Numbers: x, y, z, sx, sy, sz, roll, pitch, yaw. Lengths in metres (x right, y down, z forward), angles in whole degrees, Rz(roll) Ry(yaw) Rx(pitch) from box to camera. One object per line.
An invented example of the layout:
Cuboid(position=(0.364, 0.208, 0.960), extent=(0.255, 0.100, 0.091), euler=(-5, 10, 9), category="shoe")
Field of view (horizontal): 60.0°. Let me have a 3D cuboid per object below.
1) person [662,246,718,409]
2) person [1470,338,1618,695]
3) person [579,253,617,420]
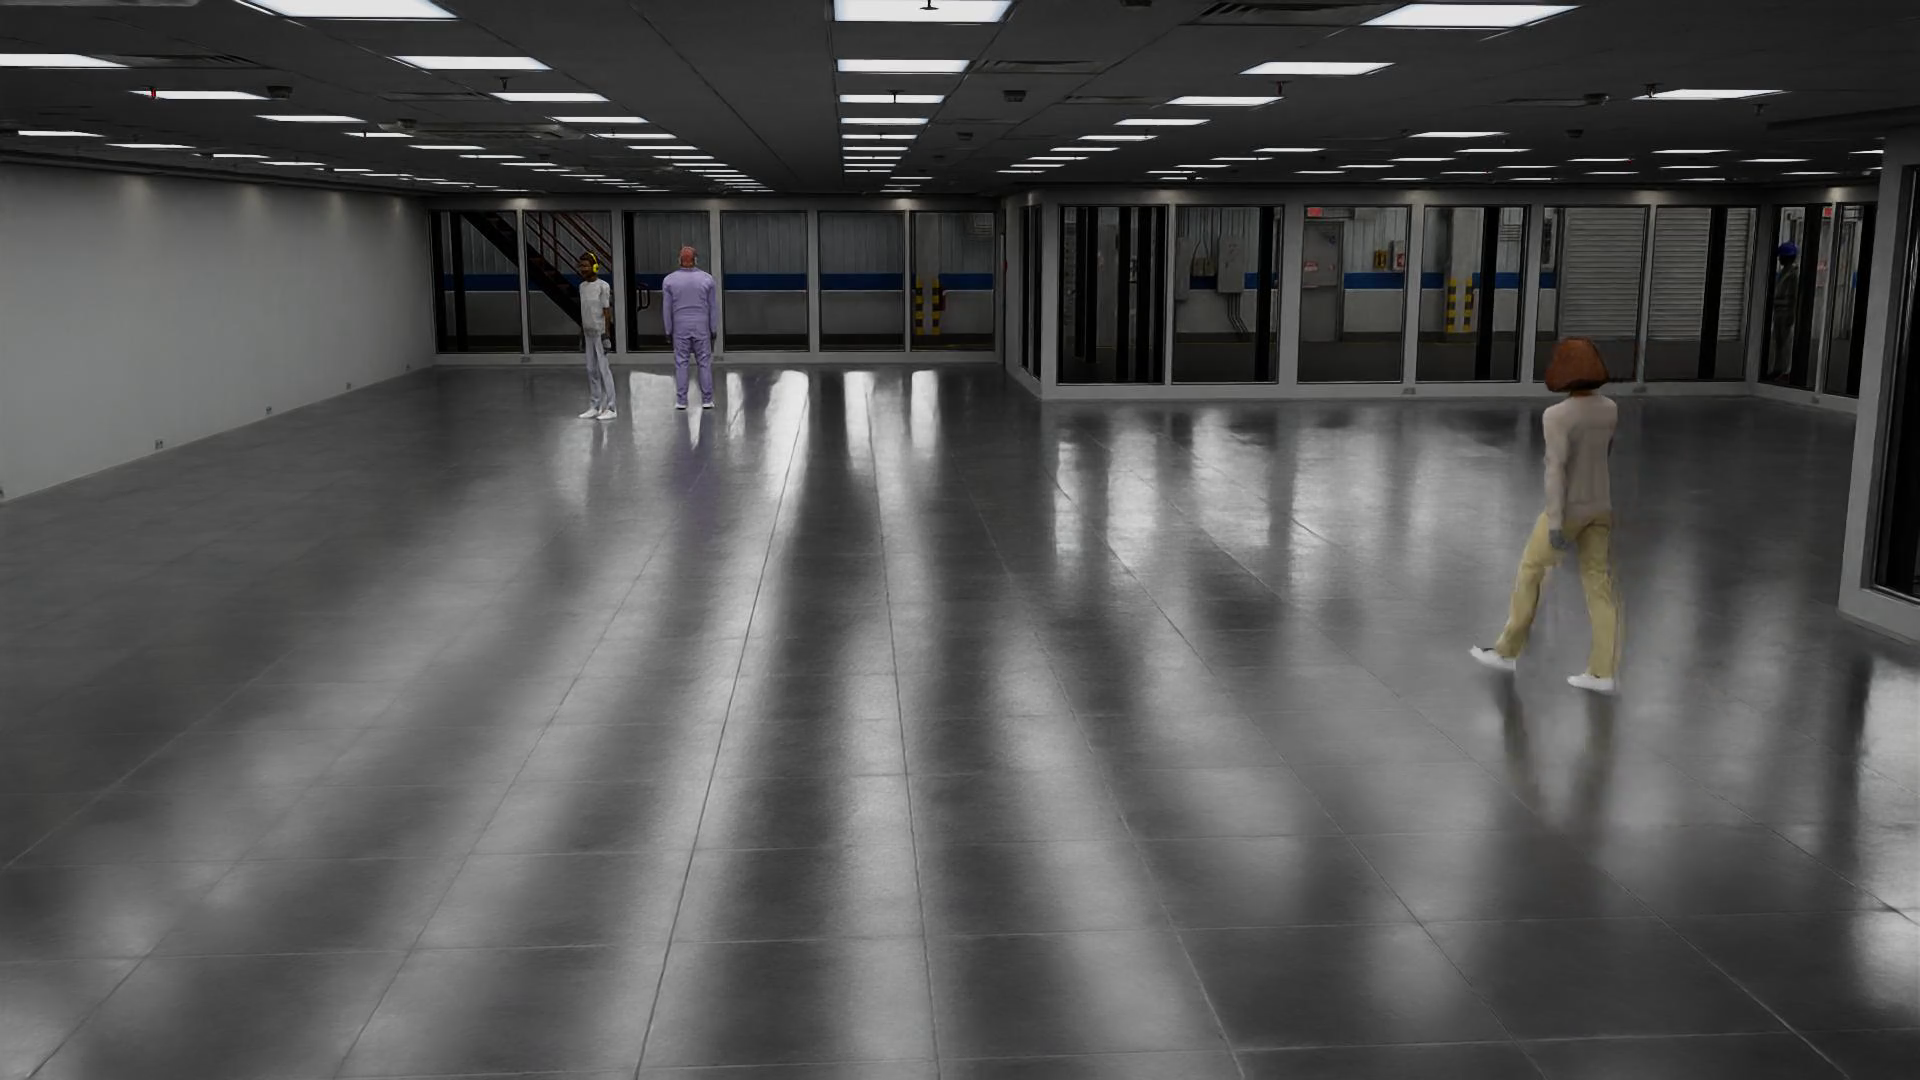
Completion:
Cuboid(position=(-3.172, -2.491, 19.604), extent=(0.643, 1.913, 0.411), euler=(-2, 11, -12), category="person")
Cuboid(position=(2.758, -0.124, 7.688), extent=(0.508, 1.603, 0.788), euler=(-6, 12, -28), category="person")
Cuboid(position=(-4.077, -2.270, 18.578), extent=(0.506, 1.861, 0.328), euler=(8, 13, 38), category="person")
